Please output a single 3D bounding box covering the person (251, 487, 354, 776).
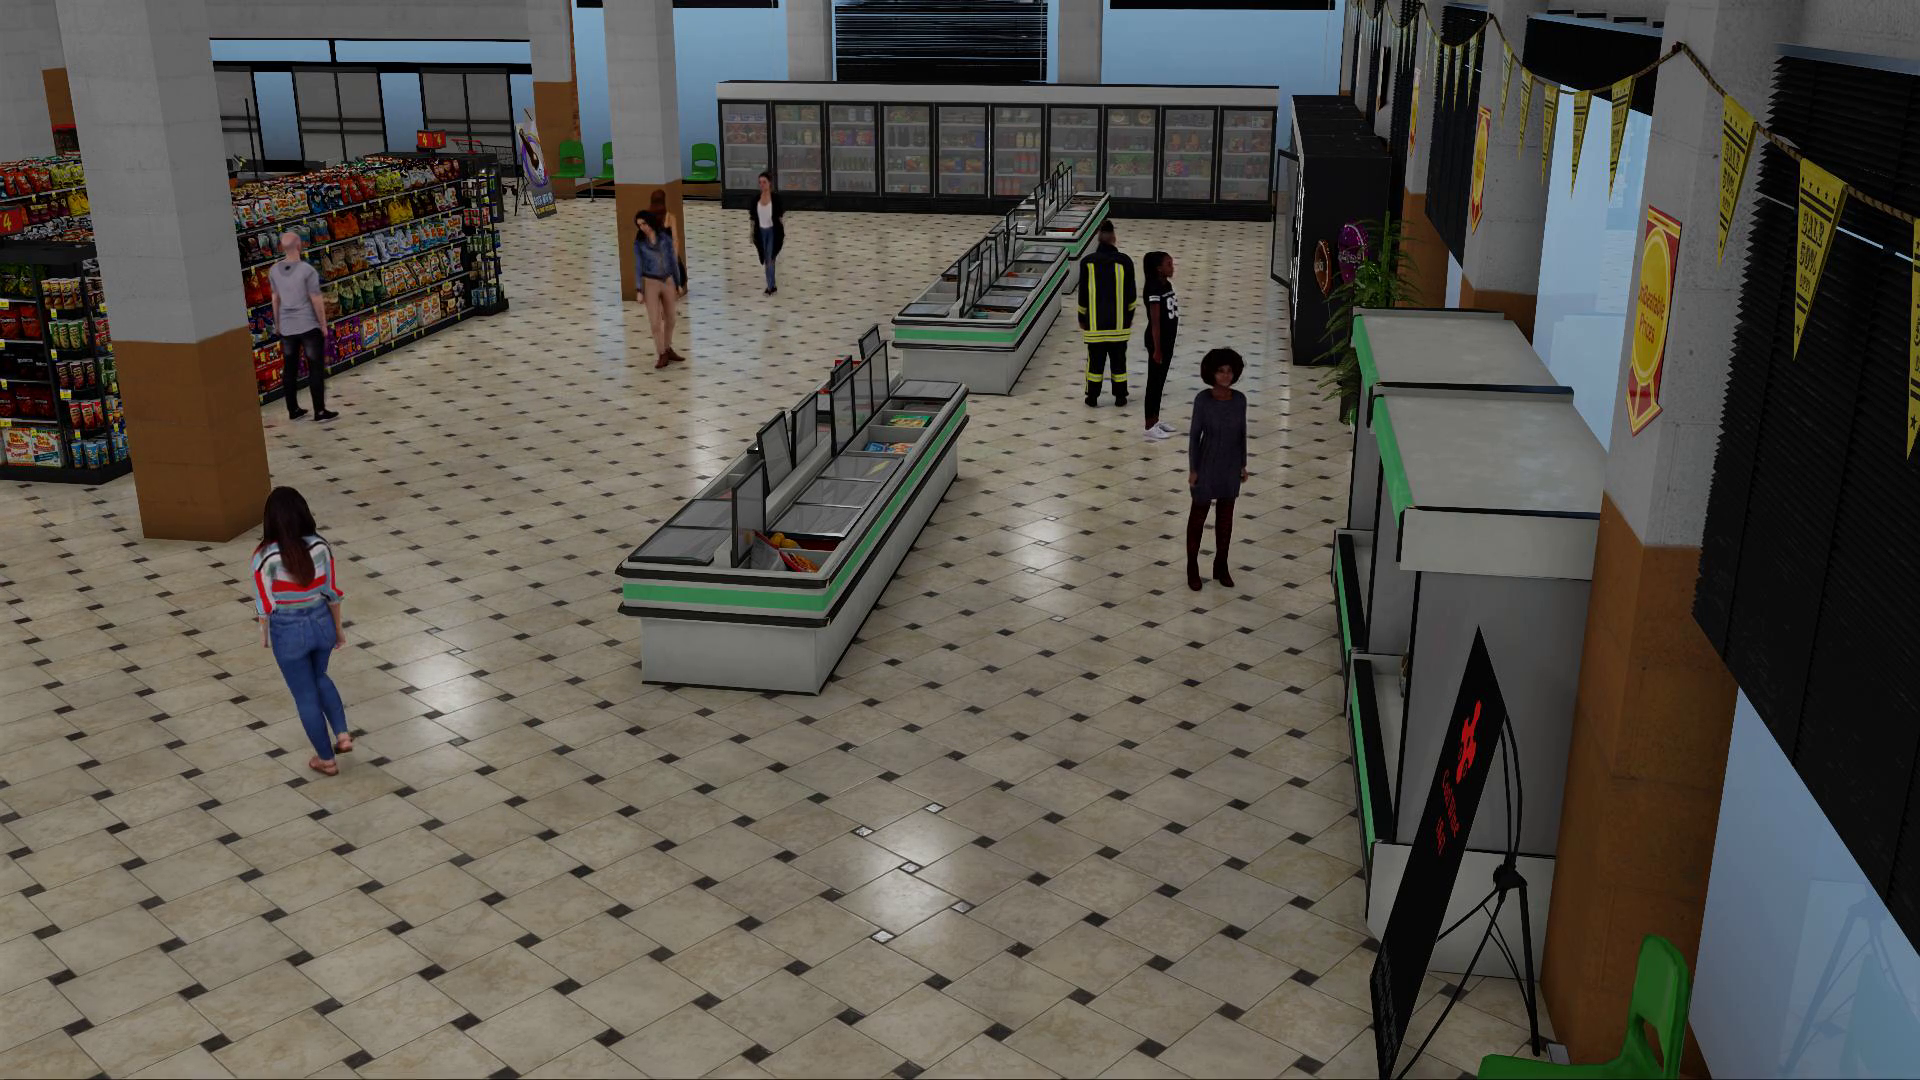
[{"bbox_3d":[-3.439,0.518,8.801,0.776,1.601,0.705,17,25,41],"label":"person"}]

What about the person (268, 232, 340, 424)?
[{"bbox_3d":[-6.369,-2.052,16.056,0.665,1.835,0.571,3,19,9],"label":"person"}]

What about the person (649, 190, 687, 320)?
[{"bbox_3d":[-3.756,-3.570,20.897,0.573,1.618,0.603,3,19,8],"label":"person"}]

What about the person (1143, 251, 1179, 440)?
[{"bbox_3d":[1.873,-1.840,15.593,0.717,1.729,0.585,7,20,21],"label":"person"}]

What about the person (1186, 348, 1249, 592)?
[{"bbox_3d":[1.792,-0.498,11.643,0.659,1.711,0.646,-4,19,-13],"label":"person"}]

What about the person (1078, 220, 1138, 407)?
[{"bbox_3d":[1.463,-2.262,16.626,0.777,1.868,0.722,1,19,3],"label":"person"}]

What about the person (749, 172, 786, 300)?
[{"bbox_3d":[-2.556,-4.102,22.420,0.662,1.654,0.952,4,19,12],"label":"person"}]

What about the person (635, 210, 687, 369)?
[{"bbox_3d":[-3.290,-2.741,18.253,0.867,1.736,0.904,-12,22,-32],"label":"person"}]
